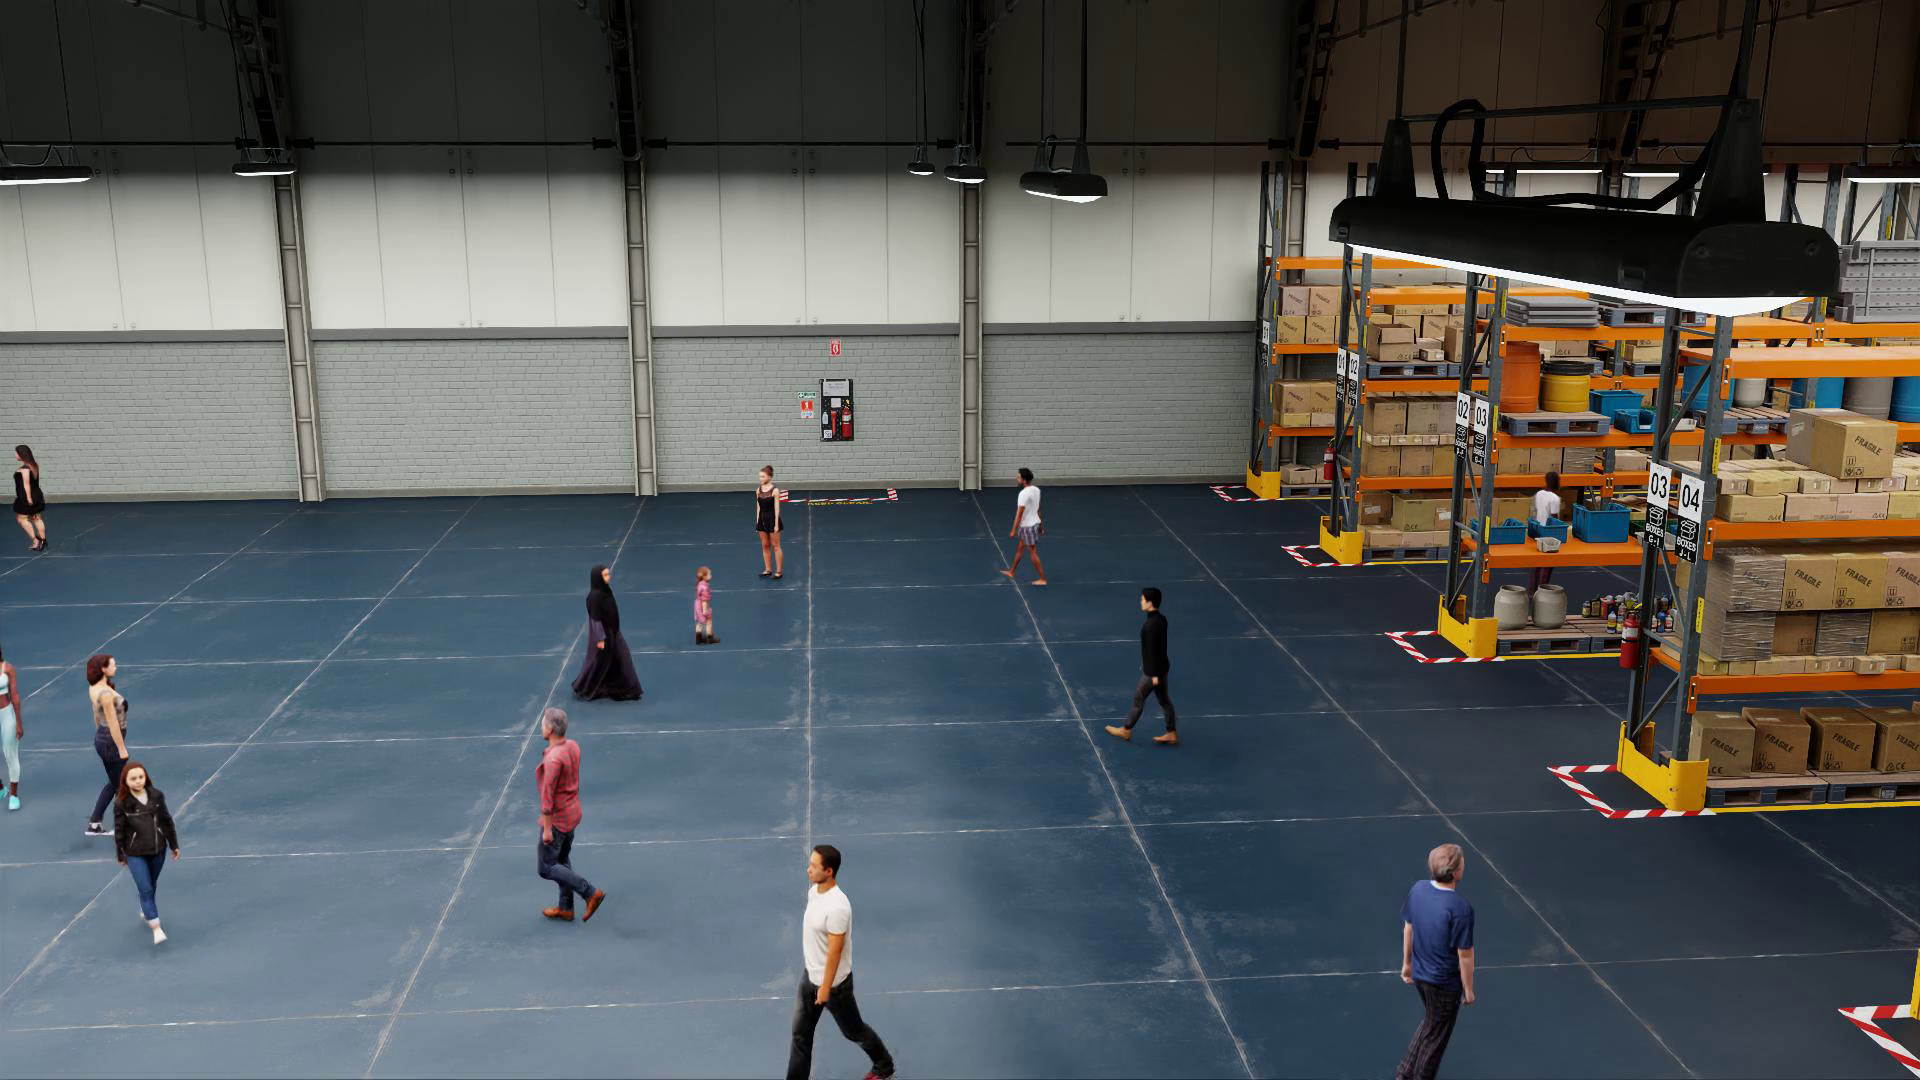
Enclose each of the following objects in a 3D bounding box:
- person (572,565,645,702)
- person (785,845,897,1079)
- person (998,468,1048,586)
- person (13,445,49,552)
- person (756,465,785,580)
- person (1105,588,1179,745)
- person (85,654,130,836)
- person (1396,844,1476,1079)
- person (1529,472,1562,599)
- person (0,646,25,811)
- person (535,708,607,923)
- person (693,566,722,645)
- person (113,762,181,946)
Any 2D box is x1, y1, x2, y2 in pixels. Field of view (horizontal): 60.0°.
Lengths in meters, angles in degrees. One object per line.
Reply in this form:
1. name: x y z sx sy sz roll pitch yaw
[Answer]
1. person: -4.116 1.061 18.911 1.206 1.608 0.941 5 14 20
2. person: -0.766 2.846 10.855 1.231 1.765 1.001 -8 15 -32
3. person: 1.066 -0.154 23.979 1.166 1.689 1.003 7 15 27
4. person: -14.474 -0.644 26.054 0.618 1.706 0.649 -1 13 -4
5. person: -2.801 -0.267 24.490 0.671 1.679 0.749 8 15 32
6. person: 2.118 1.350 17.472 1.113 1.694 0.960 6 15 26
7. person: -7.707 1.885 15.002 0.880 1.767 0.804 -11 17 -38
8. person: 2.989 2.845 10.653 0.768 1.858 0.761 -6 14 -24
9. person: 8.180 -0.056 23.235 0.540 1.833 0.682 -3 13 -11
10. person: -9.116 1.720 15.831 0.586 1.714 0.690 -5 14 -20
11. person: -3.136 2.244 13.344 0.947 1.814 0.826 2 13 10
12. person: -3.321 0.838 21.191 0.598 1.013 0.518 -7 15 -26
13. person: -6.510 2.458 13.257 1.002 1.438 0.959 12 17 41
